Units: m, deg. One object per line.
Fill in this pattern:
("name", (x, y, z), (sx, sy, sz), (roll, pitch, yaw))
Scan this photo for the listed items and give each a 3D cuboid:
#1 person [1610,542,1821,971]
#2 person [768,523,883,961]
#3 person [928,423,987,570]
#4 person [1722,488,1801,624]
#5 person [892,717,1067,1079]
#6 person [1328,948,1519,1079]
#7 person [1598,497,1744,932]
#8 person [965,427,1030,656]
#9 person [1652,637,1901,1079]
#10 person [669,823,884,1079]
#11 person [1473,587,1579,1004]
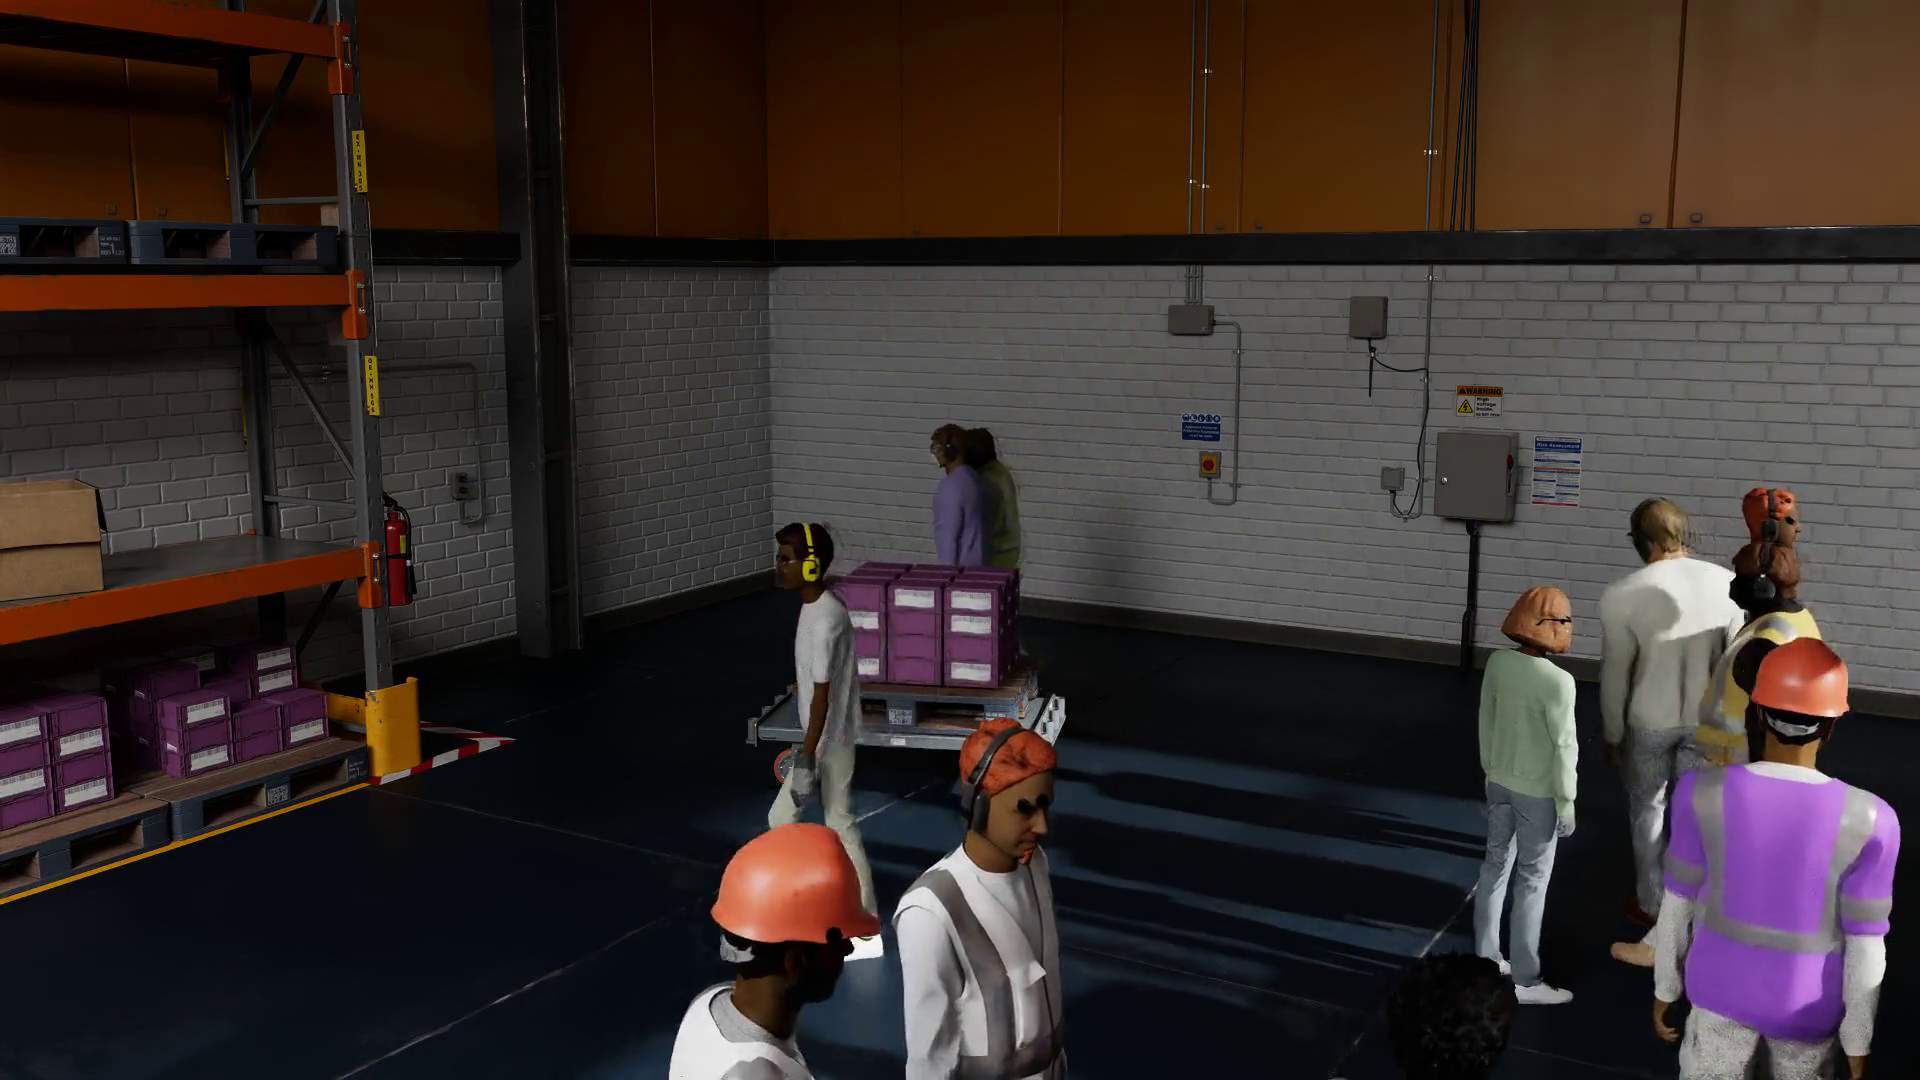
("person", (3.191, 0.900, 6.603), (0.927, 1.808, 0.629), (7, 12, 38))
("person", (-0.641, 0.840, 6.779), (0.721, 1.843, 0.568), (-2, 9, -9))
("person", (0.070, 0.216, 10.472), (0.752, 1.914, 0.630), (1, 9, 8))
("person", (3.590, 0.702, 7.532), (0.354, 1.883, 0.572), (2, 9, 11))
("person", (0.066, 1.316, 3.688), (0.353, 1.886, 0.573), (4, 10, 26))
("person", (0.786, 1.545, 3.004), (0.524, 1.648, 0.901), (7, 12, 39))
("person", (2.985, 0.781, 6.954), (0.665, 1.913, 0.587), (-1, 9, -4))
("person", (0.226, 0.157, 11.157), (0.526, 1.816, 0.667), (2, 9, 10))
("person", (2.104, 1.202, 4.353), (0.552, 1.906, 0.905), (5, 10, 29))
("person", (-0.434, 1.432, 2.981), (0.972, 1.899, 0.586), (-4, 10, -22))
("person", (2.230, 0.987, 6.527), (0.279, 1.631, 0.504), (-3, 10, -19))
